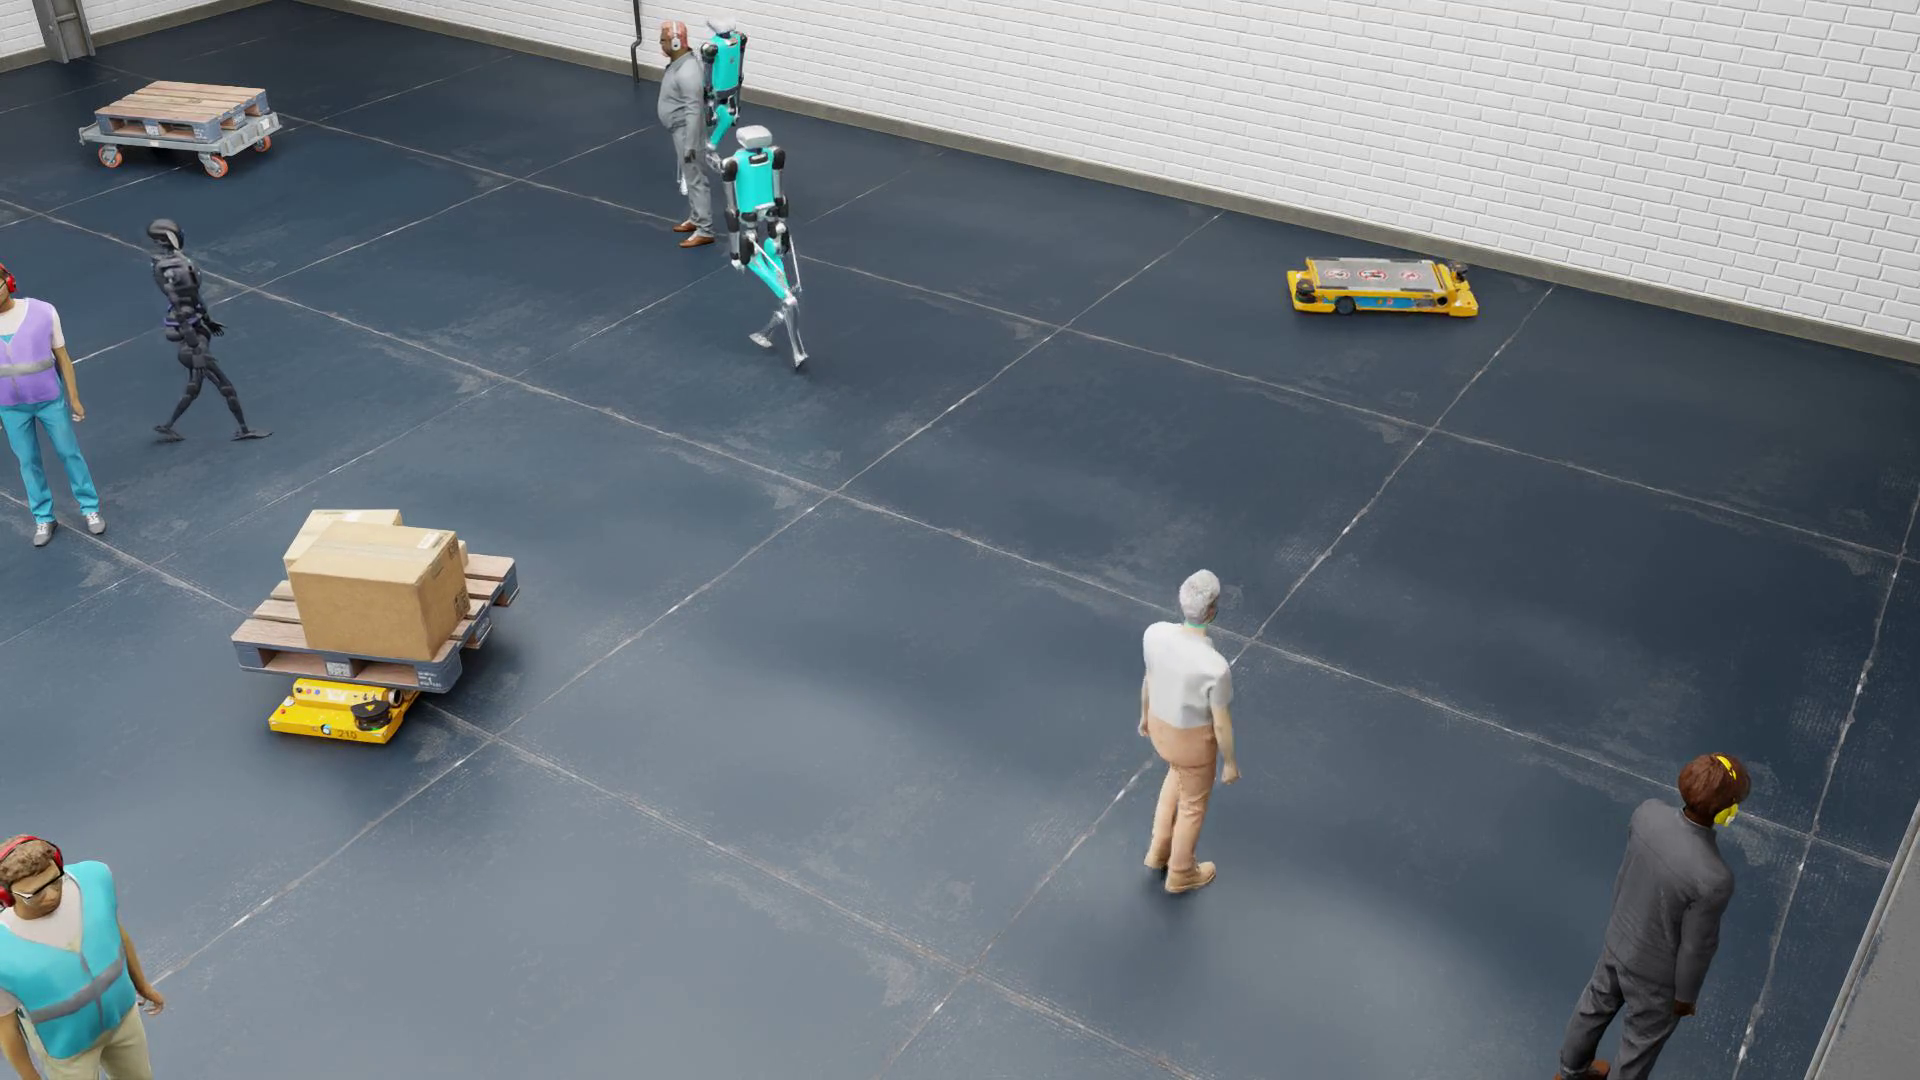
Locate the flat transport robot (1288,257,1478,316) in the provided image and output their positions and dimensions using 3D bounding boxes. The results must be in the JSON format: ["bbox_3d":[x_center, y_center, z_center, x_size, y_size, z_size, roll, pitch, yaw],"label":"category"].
[{"bbox_3d":[3.403,-2.042,13.433,1.431,0.231,0.659,2,33,3],"label":"flat transport robot"}]

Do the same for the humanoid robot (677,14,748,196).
[{"bbox_3d":[-2.321,-3.885,14.952,0.947,1.732,0.532,19,37,27],"label":"humanoid robot"}]

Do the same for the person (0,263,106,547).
[{"bbox_3d":[-5.647,-0.849,10.119,0.564,1.846,0.391,-13,35,-19],"label":"person"}]

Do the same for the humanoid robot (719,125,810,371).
[{"bbox_3d":[-1.302,-2.074,12.163,0.532,1.778,1.005,-25,40,-34],"label":"humanoid robot"}]

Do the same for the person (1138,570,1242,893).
[{"bbox_3d":[1.044,0.882,7.526,0.377,1.728,0.543,-25,40,-33],"label":"person"}]

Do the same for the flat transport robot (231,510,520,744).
[{"bbox_3d":[-3.214,0.599,9.324,0.659,0.231,1.431,5,33,8],"label":"flat transport robot"}]

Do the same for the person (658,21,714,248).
[{"bbox_3d":[-2.336,-3.434,14.087,0.402,1.908,0.641,-8,34,-12],"label":"person"}]

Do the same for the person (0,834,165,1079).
[{"bbox_3d":[-3.186,1.770,6.045,0.372,1.842,0.568,13,35,19],"label":"person"}]

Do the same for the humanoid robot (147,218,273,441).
[{"bbox_3d":[-5.206,-1.382,11.159,0.743,1.651,0.601,-8,34,-12],"label":"humanoid robot"}]

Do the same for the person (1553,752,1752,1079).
[{"bbox_3d":[2.637,1.570,6.342,0.353,1.867,0.491,-10,34,-15],"label":"person"}]
